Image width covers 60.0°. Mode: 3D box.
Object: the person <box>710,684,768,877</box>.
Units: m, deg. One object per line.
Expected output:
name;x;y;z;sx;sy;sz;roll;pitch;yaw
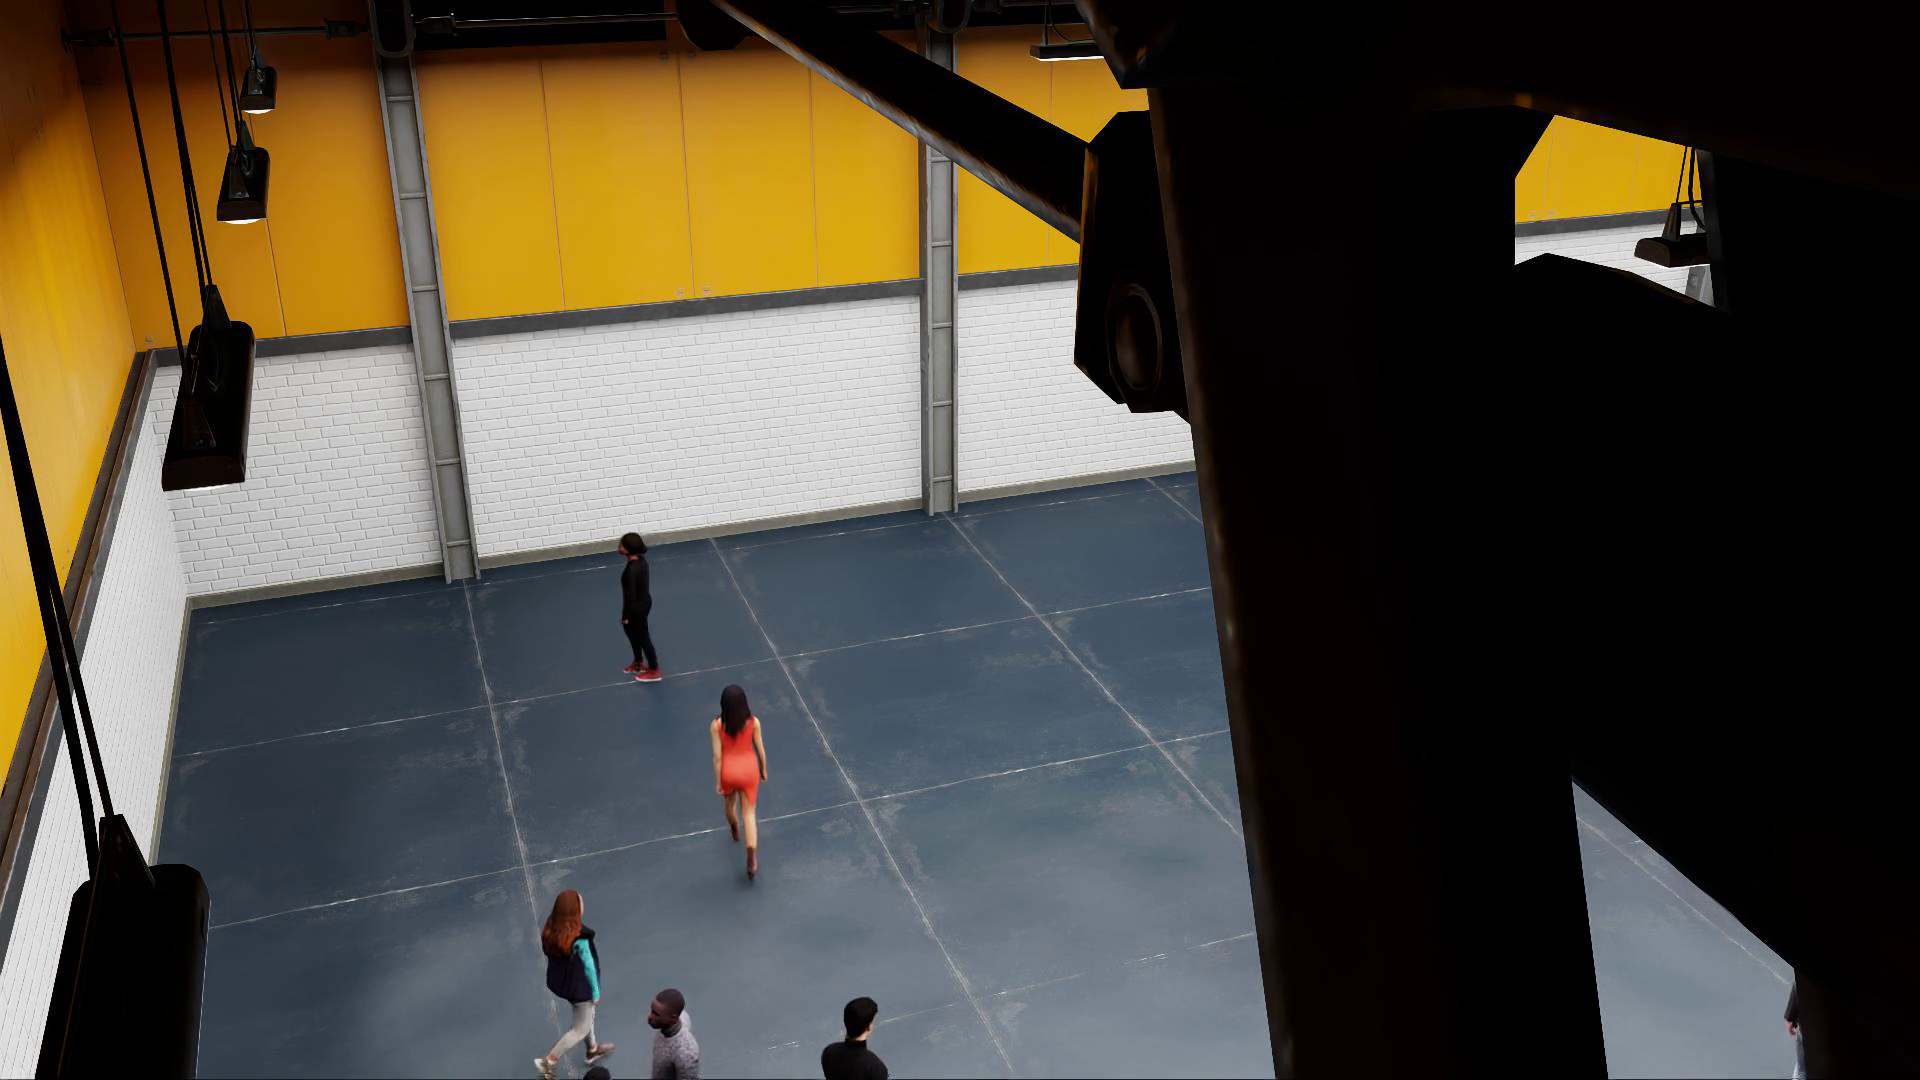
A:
person;-1.835;2.029;13.954;1.088;1.676;0.810;-3;24;-8

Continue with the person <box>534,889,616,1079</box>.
person;-2.747;3.143;11.645;0.924;1.484;0.719;-18;30;-36

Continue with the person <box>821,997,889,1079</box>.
person;-0.672;3.664;10.202;1.051;1.684;1.126;14;27;29

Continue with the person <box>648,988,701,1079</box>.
person;-1.710;3.530;10.325;0.538;1.833;0.674;-8;25;-17

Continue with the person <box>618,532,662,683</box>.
person;-3.214;0.695;17.031;0.774;1.656;0.735;1;24;1
